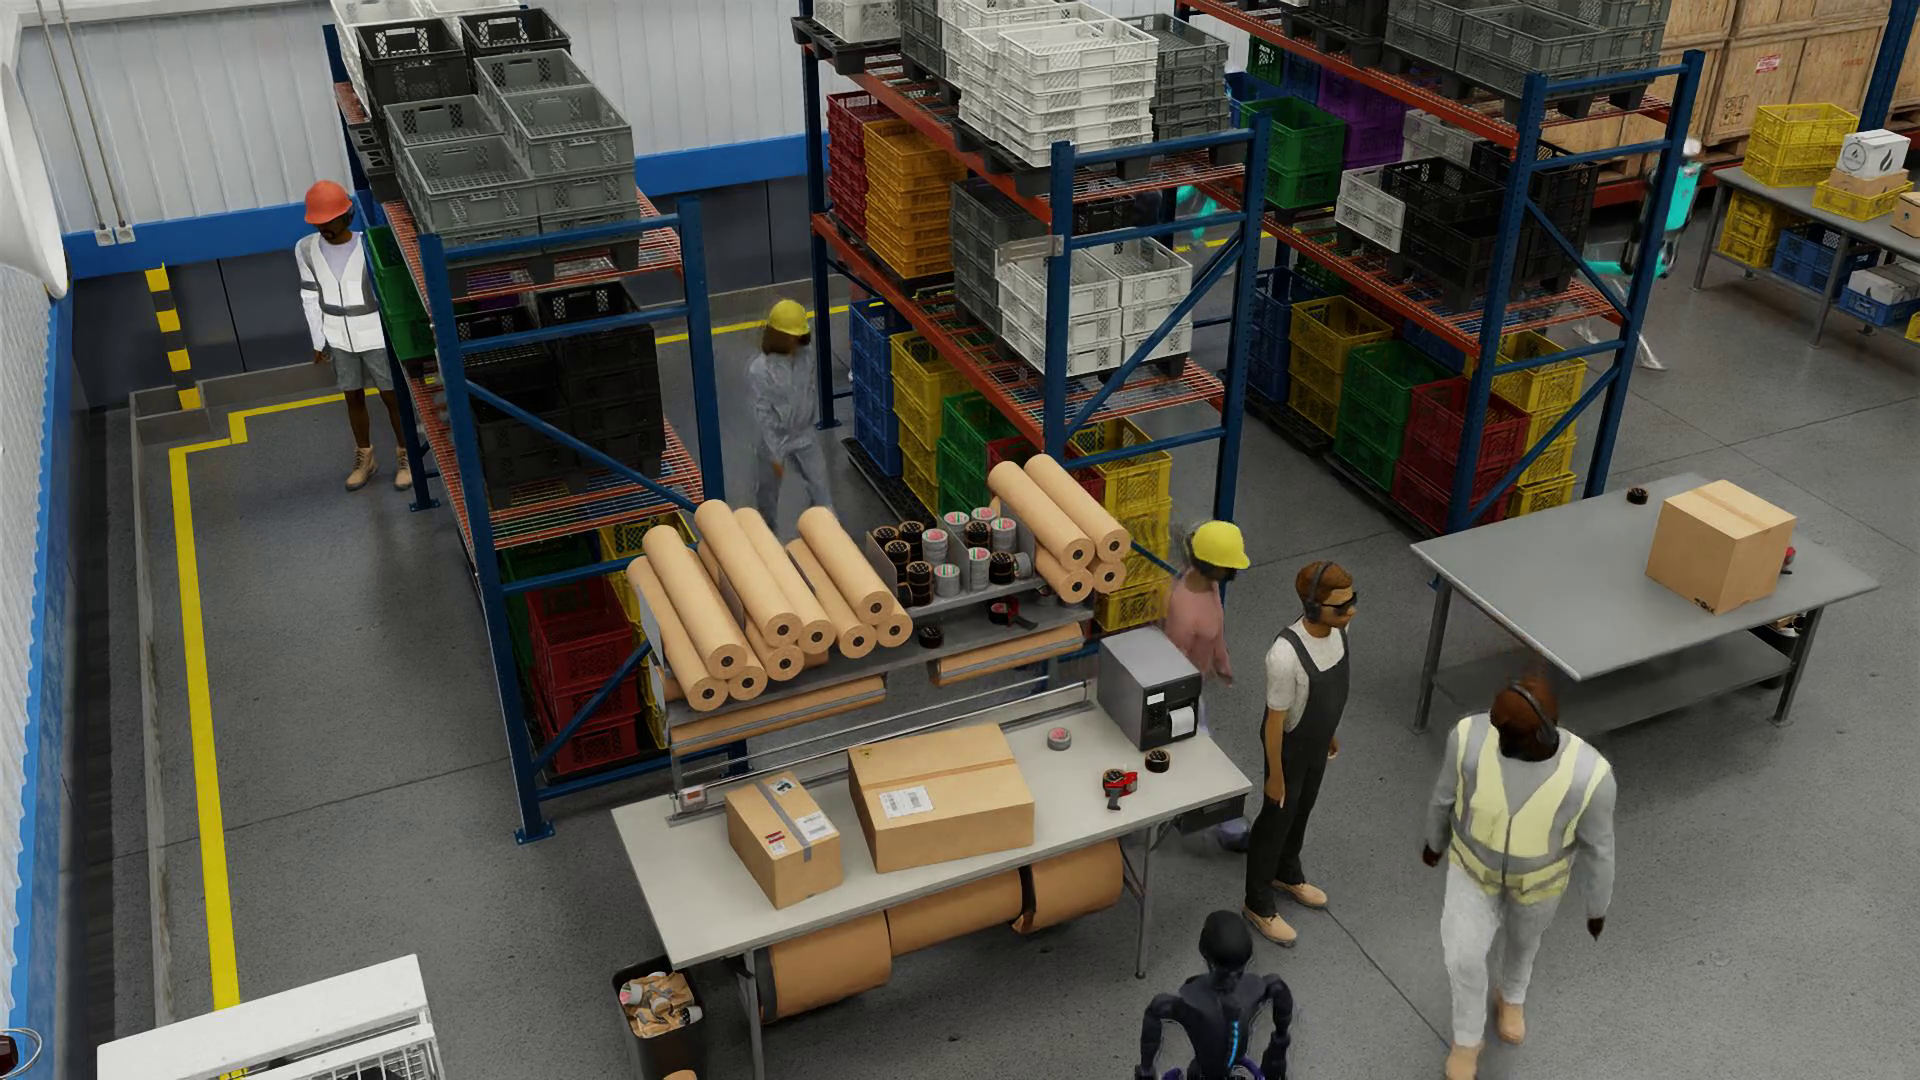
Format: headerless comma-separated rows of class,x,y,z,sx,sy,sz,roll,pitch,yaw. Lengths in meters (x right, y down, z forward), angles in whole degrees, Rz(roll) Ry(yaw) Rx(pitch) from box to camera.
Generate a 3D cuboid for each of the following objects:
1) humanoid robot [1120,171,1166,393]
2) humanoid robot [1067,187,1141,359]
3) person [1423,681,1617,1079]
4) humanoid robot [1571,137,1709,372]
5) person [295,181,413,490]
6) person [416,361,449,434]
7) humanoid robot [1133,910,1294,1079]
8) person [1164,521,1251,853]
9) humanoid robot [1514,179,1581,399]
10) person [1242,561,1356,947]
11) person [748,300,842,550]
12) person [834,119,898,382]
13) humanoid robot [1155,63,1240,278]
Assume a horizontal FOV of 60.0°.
humanoid robot,1.261,-1.843,11.674,0.636,1.663,0.594,21,37,30
humanoid robot,0.764,-1.526,11.103,0.555,1.829,0.768,-21,37,-30
person,2.116,1.316,6.370,0.708,1.794,0.750,13,34,20
humanoid robot,4.842,-2.095,12.008,0.550,1.755,1.046,-17,36,-26
person,-3.726,-1.239,10.293,0.613,2.040,0.390,1,32,1
person,-3.262,-1.537,10.998,0.978,1.818,0.529,-7,32,-11
humanoid robot,0.831,1.932,5.517,0.609,1.636,0.668,-9,33,-14
person,1.078,0.661,7.508,0.884,1.716,0.535,8,32,13
humanoid robot,3.999,-1.699,11.389,0.600,1.649,0.377,-21,38,-31
person,1.445,0.889,7.023,0.344,1.846,0.506,24,39,33
person,-0.922,-0.540,9.473,0.494,1.706,0.836,-24,39,-34
person,-0.587,-2.045,11.718,0.587,1.920,0.391,-2,32,-4
humanoid robot,1.886,-2.861,13.216,0.974,1.745,0.547,-19,37,-28
